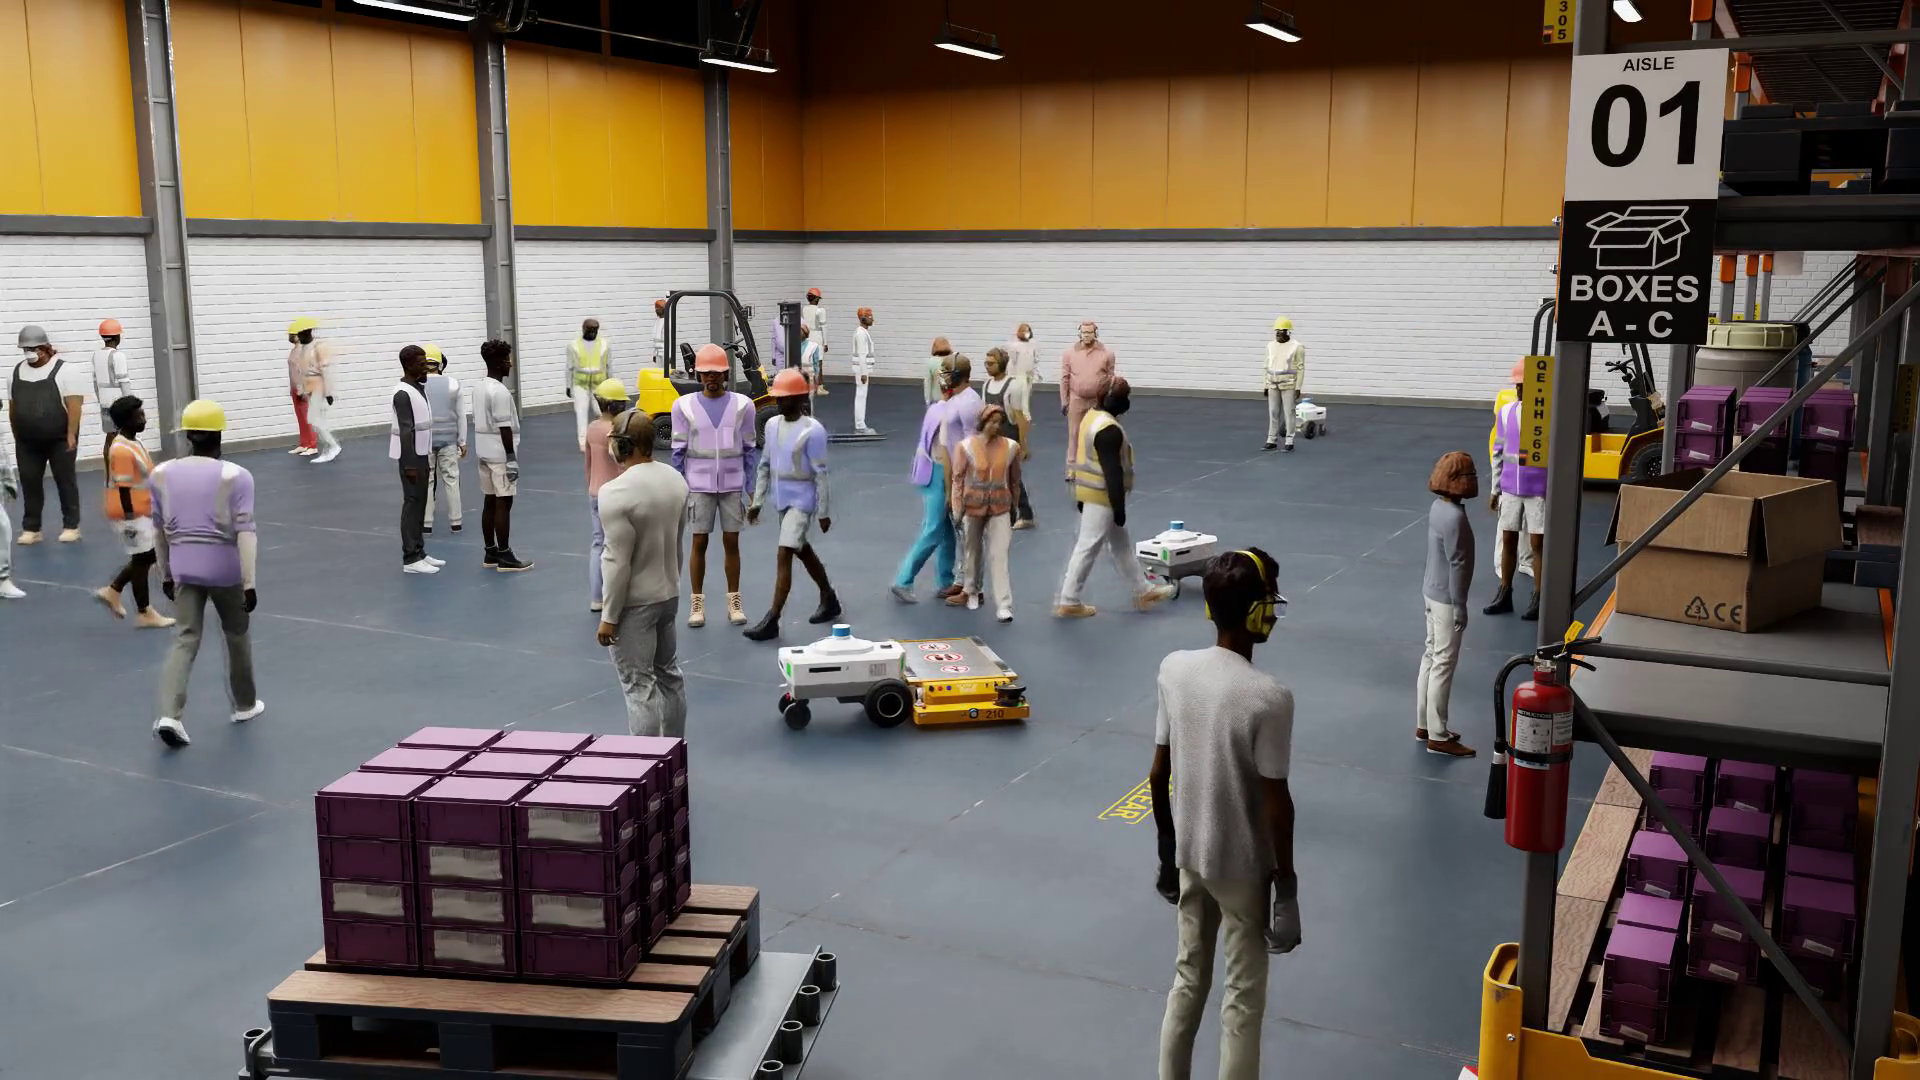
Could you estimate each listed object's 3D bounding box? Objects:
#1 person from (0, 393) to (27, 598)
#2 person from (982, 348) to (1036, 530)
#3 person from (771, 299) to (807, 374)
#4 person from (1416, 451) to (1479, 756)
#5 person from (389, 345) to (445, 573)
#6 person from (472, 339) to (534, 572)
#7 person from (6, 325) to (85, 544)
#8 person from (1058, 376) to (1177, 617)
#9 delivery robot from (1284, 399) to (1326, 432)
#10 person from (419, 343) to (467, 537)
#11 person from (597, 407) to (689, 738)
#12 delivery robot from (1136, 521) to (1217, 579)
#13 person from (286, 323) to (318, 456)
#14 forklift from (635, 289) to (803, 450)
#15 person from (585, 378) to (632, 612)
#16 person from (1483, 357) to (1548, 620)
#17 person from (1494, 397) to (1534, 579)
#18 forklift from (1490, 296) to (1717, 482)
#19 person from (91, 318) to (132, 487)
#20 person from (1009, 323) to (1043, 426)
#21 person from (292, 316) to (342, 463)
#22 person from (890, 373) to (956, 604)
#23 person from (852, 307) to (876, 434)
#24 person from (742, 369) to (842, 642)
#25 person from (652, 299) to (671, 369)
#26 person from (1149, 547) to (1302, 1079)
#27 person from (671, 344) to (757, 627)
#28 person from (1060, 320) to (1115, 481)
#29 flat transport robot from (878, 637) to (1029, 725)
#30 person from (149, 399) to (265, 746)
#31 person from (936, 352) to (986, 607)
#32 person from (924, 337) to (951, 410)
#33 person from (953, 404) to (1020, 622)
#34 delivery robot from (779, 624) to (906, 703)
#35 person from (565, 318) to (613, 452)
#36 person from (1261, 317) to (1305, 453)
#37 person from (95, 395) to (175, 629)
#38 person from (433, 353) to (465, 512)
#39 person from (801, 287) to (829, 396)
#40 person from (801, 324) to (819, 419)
[{"bbox_3d":[-7.470,-0.401,12.932,0.592,1.723,0.507,0,10,-2],"label":"person"},{"bbox_3d":[0.368,-0.943,15.926,0.985,1.789,0.527,-6,12,-32],"label":"person"},{"bbox_3d":[-2.910,-3.116,28.144,0.641,1.913,0.408,3,10,18],"label":"person"},{"bbox_3d":[2.641,0.334,8.966,0.280,1.636,0.500,0,10,3],"label":"person"},{"bbox_3d":[-4.610,-0.684,14.045,0.378,1.917,0.597,-1,10,-8],"label":"person"},{"bbox_3d":[-3.902,-0.715,14.086,0.367,1.966,0.604,-8,12,-37],"label":"person"},{"bbox_3d":[-8.494,-0.985,15.432,0.700,2.000,0.537,-1,10,-5],"label":"person"},{"bbox_3d":[1.161,-0.307,12.243,0.955,1.786,0.634,-1,10,-6],"label":"person"},{"bbox_3d":[5.051,-1.824,24.313,0.477,0.478,0.707,8,13,40],"label":"delivery robot"},{"bbox_3d":[-4.998,-0.948,15.819,0.601,1.830,0.404,-5,11,-25],"label":"person"},{"bbox_3d":[-1.574,0.314,8.207,0.372,1.940,0.631,4,11,22],"label":"person"},{"bbox_3d":[1.721,0.093,13.217,0.707,0.478,0.477,-9,14,-43],"label":"delivery robot"},{"bbox_3d":[-8.786,-2.010,22.150,0.299,1.772,0.525,-10,14,-44],"label":"person"},{"bbox_3d":[-3.358,-2.392,23.136,2.313,2.155,1.214,-1,10,-5],"label":"forklift"},{"bbox_3d":[-2.575,-0.316,12.361,0.330,1.765,0.533,-9,13,-41],"label":"person"},{"bbox_3d":[4.146,-0.377,12.213,0.552,1.935,0.373,9,14,43],"label":"person"},{"bbox_3d":[4.660,-0.490,13.738,0.522,1.636,0.310,-3,10,-16],"label":"person"},{"bbox_3d":[7.296,-1.677,18.993,2.313,2.155,1.214,5,11,27],"label":"forklift"},{"bbox_3d":[-9.650,-1.559,19.037,0.551,1.941,0.340,5,11,28],"label":"person"},{"bbox_3d":[0.995,-2.611,26.119,0.500,1.602,0.811,-5,11,-29],"label":"person"},{"bbox_3d":[-8.279,-1.922,21.281,0.452,1.893,0.587,-9,14,-43],"label":"person"},{"bbox_3d":[-0.222,-0.421,12.868,0.678,1.825,0.594,-2,10,-10],"label":"person"},{"bbox_3d":[-1.429,-2.498,24.654,0.357,1.881,0.574,0,10,-3],"label":"person"},{"bbox_3d":[-1.168,-0.270,11.783,1.011,1.891,0.546,-9,14,-43],"label":"person"},{"bbox_3d":[-5.154,-3.227,28.862,0.355,1.885,0.575,-9,13,-41],"label":"person"},{"bbox_3d":[0.765,0.949,4.763,0.310,1.858,0.533,-8,12,-38],"label":"person"},{"bbox_3d":[-1.756,-0.386,11.965,0.616,2.040,0.382,-2,10,-14],"label":"person"},{"bbox_3d":[1.499,-1.630,19.557,0.651,1.906,0.403,1,10,6],"label":"person"},{"bbox_3d":[-0.074,0.823,10.086,0.652,0.197,1.431,-2,10,-12],"label":"flat transport robot"},{"bbox_3d":[-4.190,0.168,9.201,0.595,1.894,0.933,0,10,0],"label":"person"},{"bbox_3d":[0.018,-0.462,12.706,0.362,1.935,0.631,-2,10,-10],"label":"person"},{"bbox_3d":[-0.236,-1.847,21.732,0.503,1.591,0.852,-1,10,-6],"label":"person"},{"bbox_3d":[0.192,-0.211,12.278,0.523,1.586,0.895,-1,10,-8],"label":"person"},{"bbox_3d":[-0.680,0.726,9.550,0.707,0.478,0.477,-2,10,-13],"label":"delivery robot"},{"bbox_3d":[-5.047,-2.113,22.606,0.653,1.820,0.533,-3,10,-18],"label":"person"},{"bbox_3d":[4.352,-2.096,22.464,0.592,1.832,0.404,9,13,43],"label":"person"},{"bbox_3d":[-5.906,-0.190,11.837,0.452,1.685,0.548,-3,10,-17],"label":"person"},{"bbox_3d":[-5.347,-1.098,17.079,0.531,1.698,0.320,0,10,1],"label":"person"},{"bbox_3d":[-2.750,-3.742,31.410,0.605,2.036,0.383,5,11,26],"label":"person"},{"bbox_3d":[-2.344,-2.389,24.725,0.513,1.639,0.311,-1,10,-5],"label":"person"}]
